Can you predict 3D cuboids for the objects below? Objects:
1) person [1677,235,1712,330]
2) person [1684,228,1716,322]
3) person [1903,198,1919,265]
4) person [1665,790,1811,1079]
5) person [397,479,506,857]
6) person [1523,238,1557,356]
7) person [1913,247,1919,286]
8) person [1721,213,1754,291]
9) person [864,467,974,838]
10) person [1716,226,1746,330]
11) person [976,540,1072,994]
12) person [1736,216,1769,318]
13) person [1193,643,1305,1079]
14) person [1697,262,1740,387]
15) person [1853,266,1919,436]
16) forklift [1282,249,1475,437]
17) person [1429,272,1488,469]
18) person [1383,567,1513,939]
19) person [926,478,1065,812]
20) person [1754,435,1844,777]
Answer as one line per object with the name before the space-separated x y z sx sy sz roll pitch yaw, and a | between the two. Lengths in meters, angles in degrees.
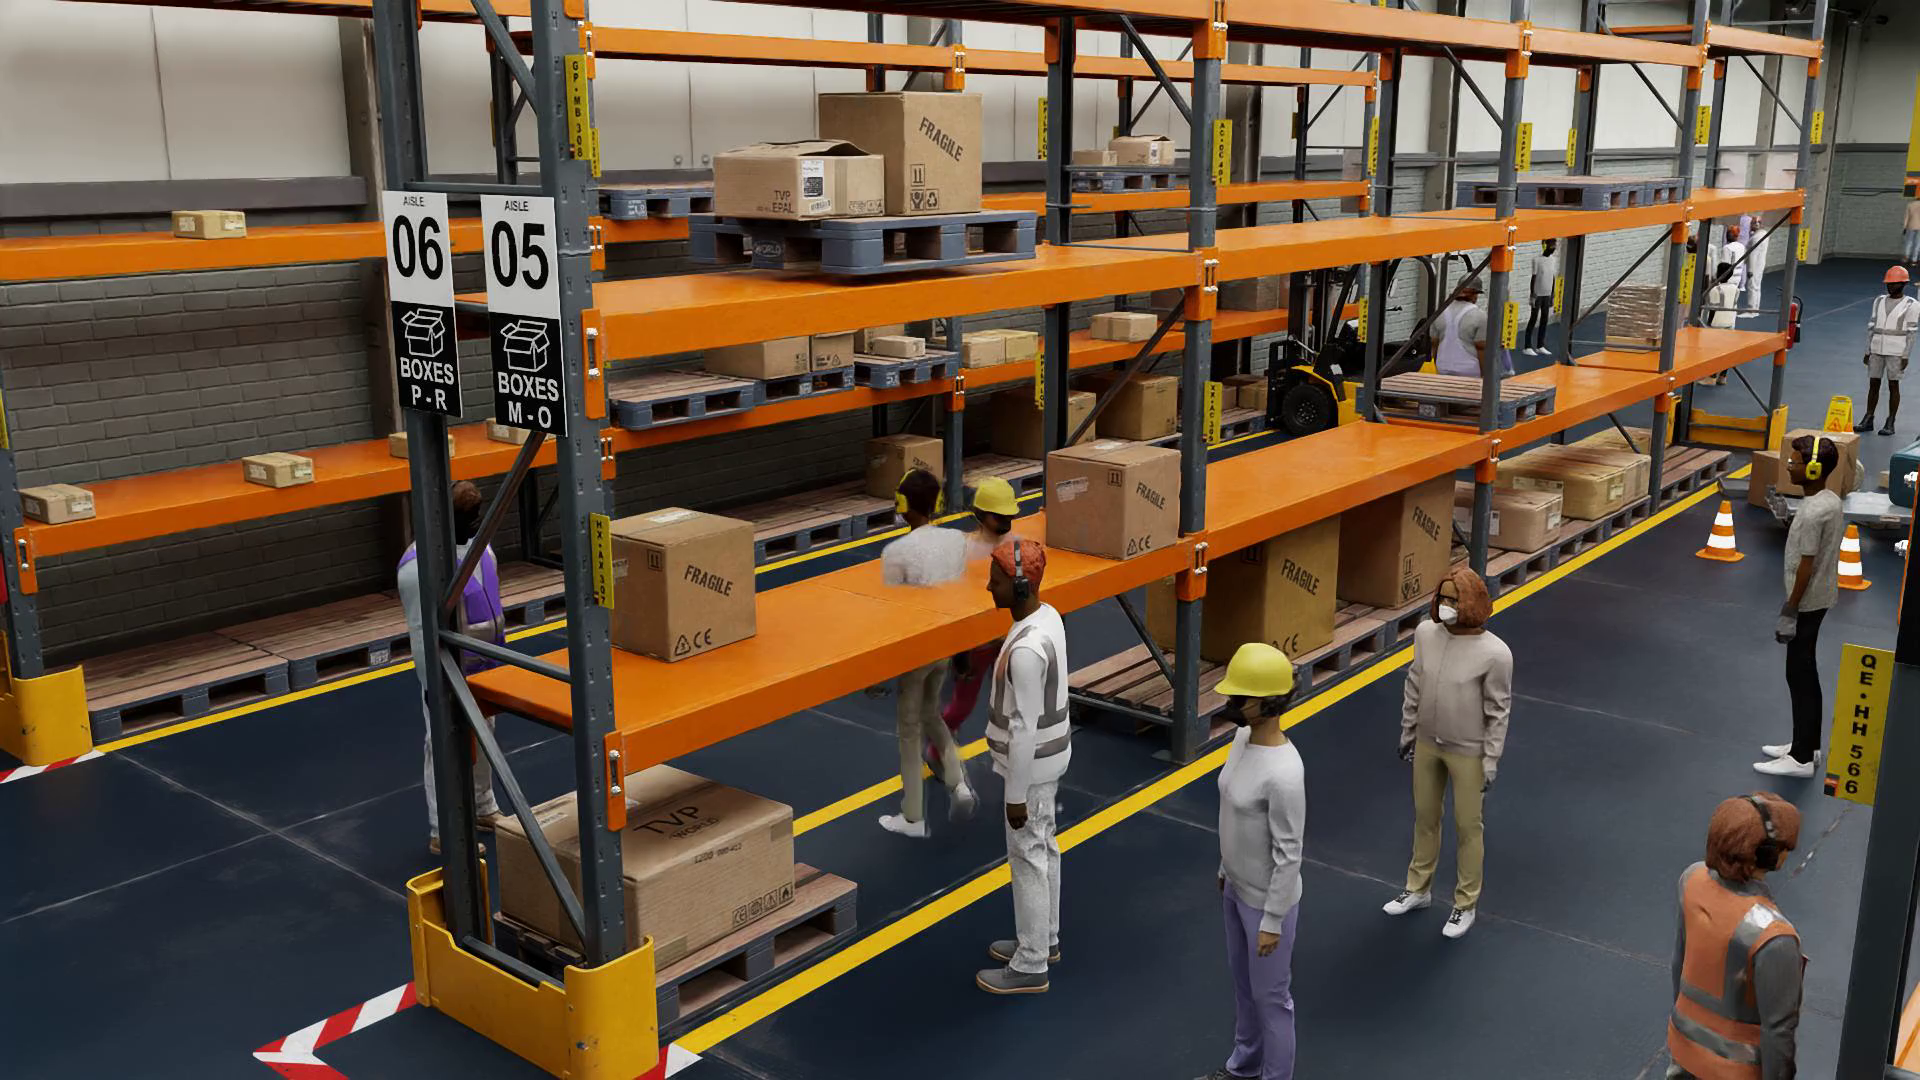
person | 11.566 -3.897 26.351 0.393 1.839 0.563 -12 18 -41
person | 13.557 -4.880 30.542 0.569 1.750 0.353 11 17 37
person | 25.020 -8.167 43.440 0.644 1.981 0.457 12 18 40
person | 2.197 1.503 4.769 0.307 1.643 0.511 -2 14 -8
person | -2.401 0.610 8.020 0.429 1.837 0.625 5 15 18
person | 9.089 -3.809 25.961 0.514 1.860 0.316 -6 15 -24
person | 21.868 -6.572 37.557 0.536 1.691 0.320 -5 15 -20
person | 17.017 -6.402 36.412 0.642 1.909 0.399 7 15 26
person | -0.193 0.578 8.141 0.628 1.848 0.440 -12 18 -41
person | 13.127 -4.415 28.393 0.572 1.879 0.354 -10 17 -34
person | 0.264 0.909 6.707 0.359 1.880 0.575 2 14 10
person | 14.879 -5.113 31.191 0.400 1.902 0.646 10 17 35
person | 1.006 1.206 5.728 0.316 1.769 0.525 -3 14 -10
person | 10.401 -2.947 22.778 0.533 1.697 0.318 -8 16 -31
person | 10.674 -2.175 19.137 0.356 1.938 0.543 -9 16 -31
forklift | 4.886 -2.214 18.767 2.313 2.155 1.214 11 18 38
person | 5.240 -1.771 17.278 0.536 2.000 0.676 -10 17 -36
person | 2.122 0.908 7.208 0.279 1.634 0.498 -11 18 -38
person | 0.146 0.516 8.649 0.528 1.732 0.881 -10 17 -35
person | 4.569 0.354 8.997 0.332 1.864 0.507 9 17 33
